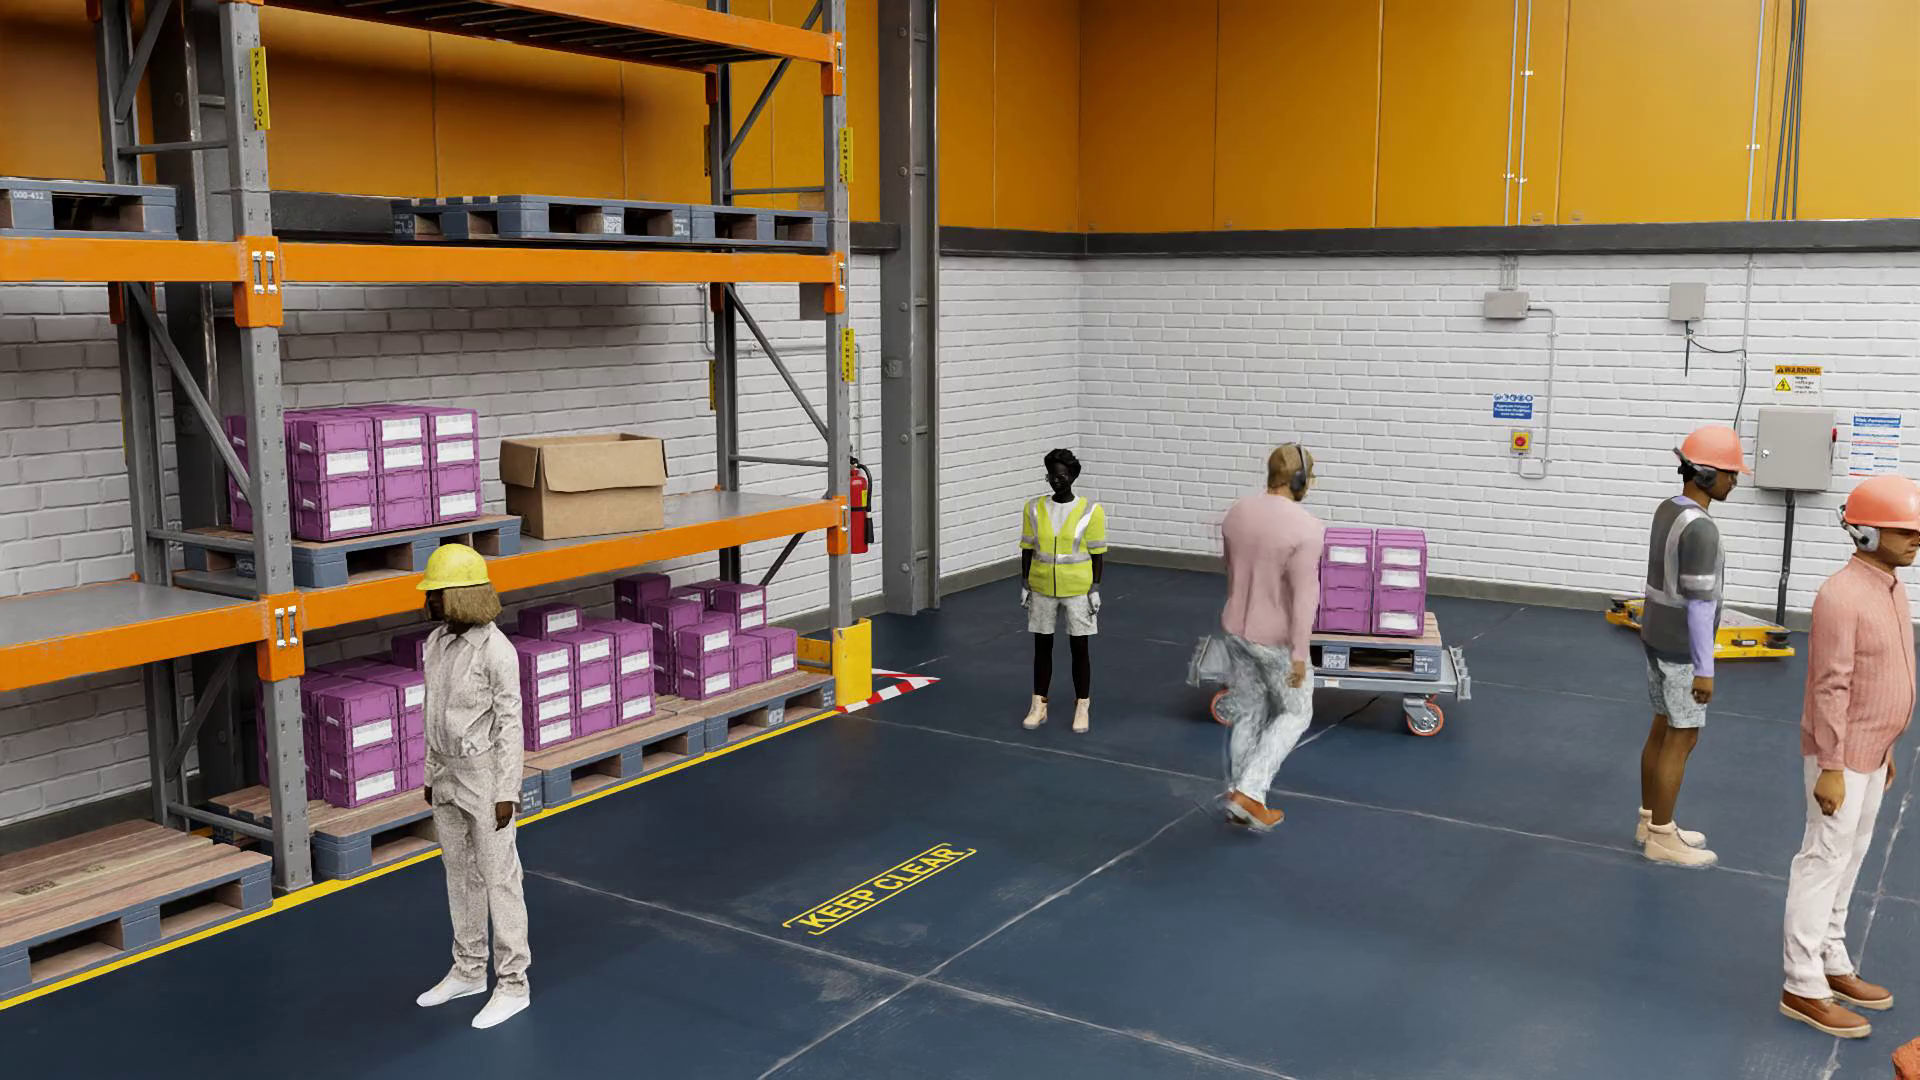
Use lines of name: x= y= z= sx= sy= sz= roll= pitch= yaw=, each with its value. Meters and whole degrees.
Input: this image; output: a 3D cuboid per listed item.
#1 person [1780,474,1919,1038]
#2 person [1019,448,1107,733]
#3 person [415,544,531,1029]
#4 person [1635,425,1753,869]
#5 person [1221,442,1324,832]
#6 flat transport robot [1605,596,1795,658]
person: x=3.227 y=0.754 z=5.968 sx=0.613 sy=1.994 sz=0.395 roll=-9 pitch=12 yaw=-44
person: x=0.602 y=0.299 z=9.891 sx=0.535 sy=1.697 sz=0.318 roll=3 pitch=9 yaw=18
person: x=-1.778 y=0.875 z=5.995 sx=0.493 sy=1.743 sz=0.295 roll=7 pitch=11 yaw=37
person: x=3.335 y=0.490 z=7.592 sx=0.410 sy=2.029 sz=0.612 roll=1 pitch=9 yaw=8
person: x=1.485 y=0.484 z=8.012 sx=0.459 sy=1.911 sz=0.634 roll=-6 pitch=11 yaw=-36
flat transport robot: x=5.460 y=0.631 z=12.343 sx=0.652 sy=0.197 sz=1.431 roll=-1 pitch=9 yaw=-7
